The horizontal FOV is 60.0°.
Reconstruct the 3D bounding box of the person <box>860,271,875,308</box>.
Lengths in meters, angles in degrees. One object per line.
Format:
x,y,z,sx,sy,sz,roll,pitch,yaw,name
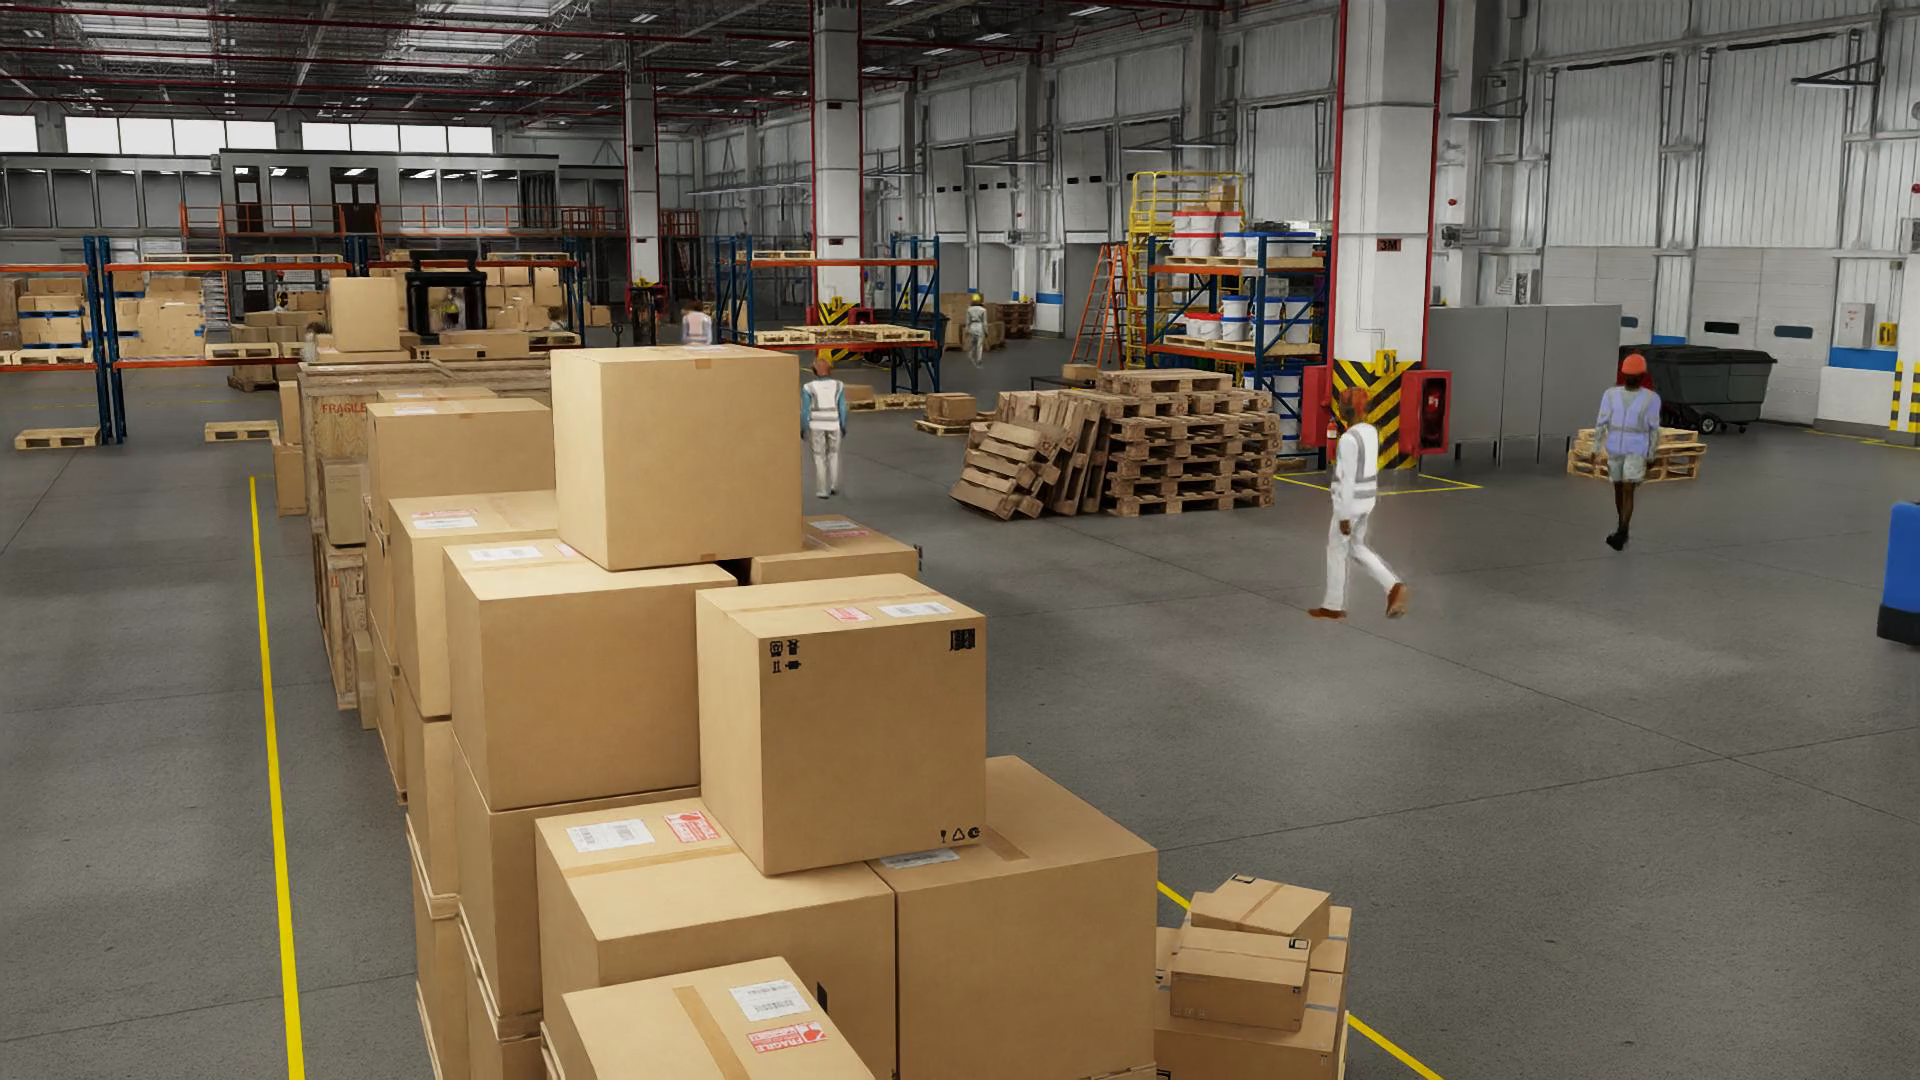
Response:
-3.111,-7.927,54.991,0.621,1.931,0.727,1,10,8,person

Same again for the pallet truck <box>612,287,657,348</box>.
-6.464,-4.406,35.401,0.823,1.965,1.885,6,12,32,pallet truck

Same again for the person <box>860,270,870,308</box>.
-3.552,-8.945,60.722,0.598,1.887,0.565,2,10,10,person

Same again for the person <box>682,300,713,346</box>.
-5.149,-3.792,32.557,0.621,1.819,0.803,2,10,9,person

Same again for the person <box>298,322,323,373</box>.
-8.451,-1.889,21.761,0.647,1.906,0.819,6,12,28,person

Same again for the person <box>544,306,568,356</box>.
-7.253,-3.272,29.694,0.954,1.794,0.532,2,11,12,person

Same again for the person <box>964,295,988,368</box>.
0.398,-4.856,38.765,0.525,1.677,0.970,2,11,13,person

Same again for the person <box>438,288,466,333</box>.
-11.116,-4.530,36.302,0.650,1.914,0.678,3,11,14,person

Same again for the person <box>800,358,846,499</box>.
-1.608,-1.296,19.253,0.548,1.623,0.479,-4,11,-21,person

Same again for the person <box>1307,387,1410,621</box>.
3.101,-0.257,12.910,0.717,1.866,0.585,8,13,38,person

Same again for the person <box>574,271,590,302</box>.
-13.870,-8.970,61.002,0.623,1.840,0.430,2,10,11,person

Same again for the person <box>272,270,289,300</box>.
-22.965,-8.158,56.274,0.547,1.930,0.388,-10,14,-44,person

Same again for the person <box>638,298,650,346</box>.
-7.100,-4.607,37.395,0.565,1.678,0.540,4,11,21,person

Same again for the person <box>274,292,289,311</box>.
-14.485,-4.381,35.661,0.329,1.861,0.504,1,10,5,person

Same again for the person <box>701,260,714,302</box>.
-11.874,-12.132,78.055,0.615,1.975,0.532,-7,12,-34,person

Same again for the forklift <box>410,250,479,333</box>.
-7.470,-2.831,24.288,1.129,2.768,1.873,-3,11,-18,forklift

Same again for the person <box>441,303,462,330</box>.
-8.884,-3.157,28.814,0.907,1.899,0.580,-4,11,-22,person

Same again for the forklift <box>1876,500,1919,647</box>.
7.800,-0.595,11.963,1.873,2.768,1.129,-4,11,-23,forklift

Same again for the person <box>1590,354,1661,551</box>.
6.454,-0.858,16.165,0.556,1.889,0.958,9,13,40,person
